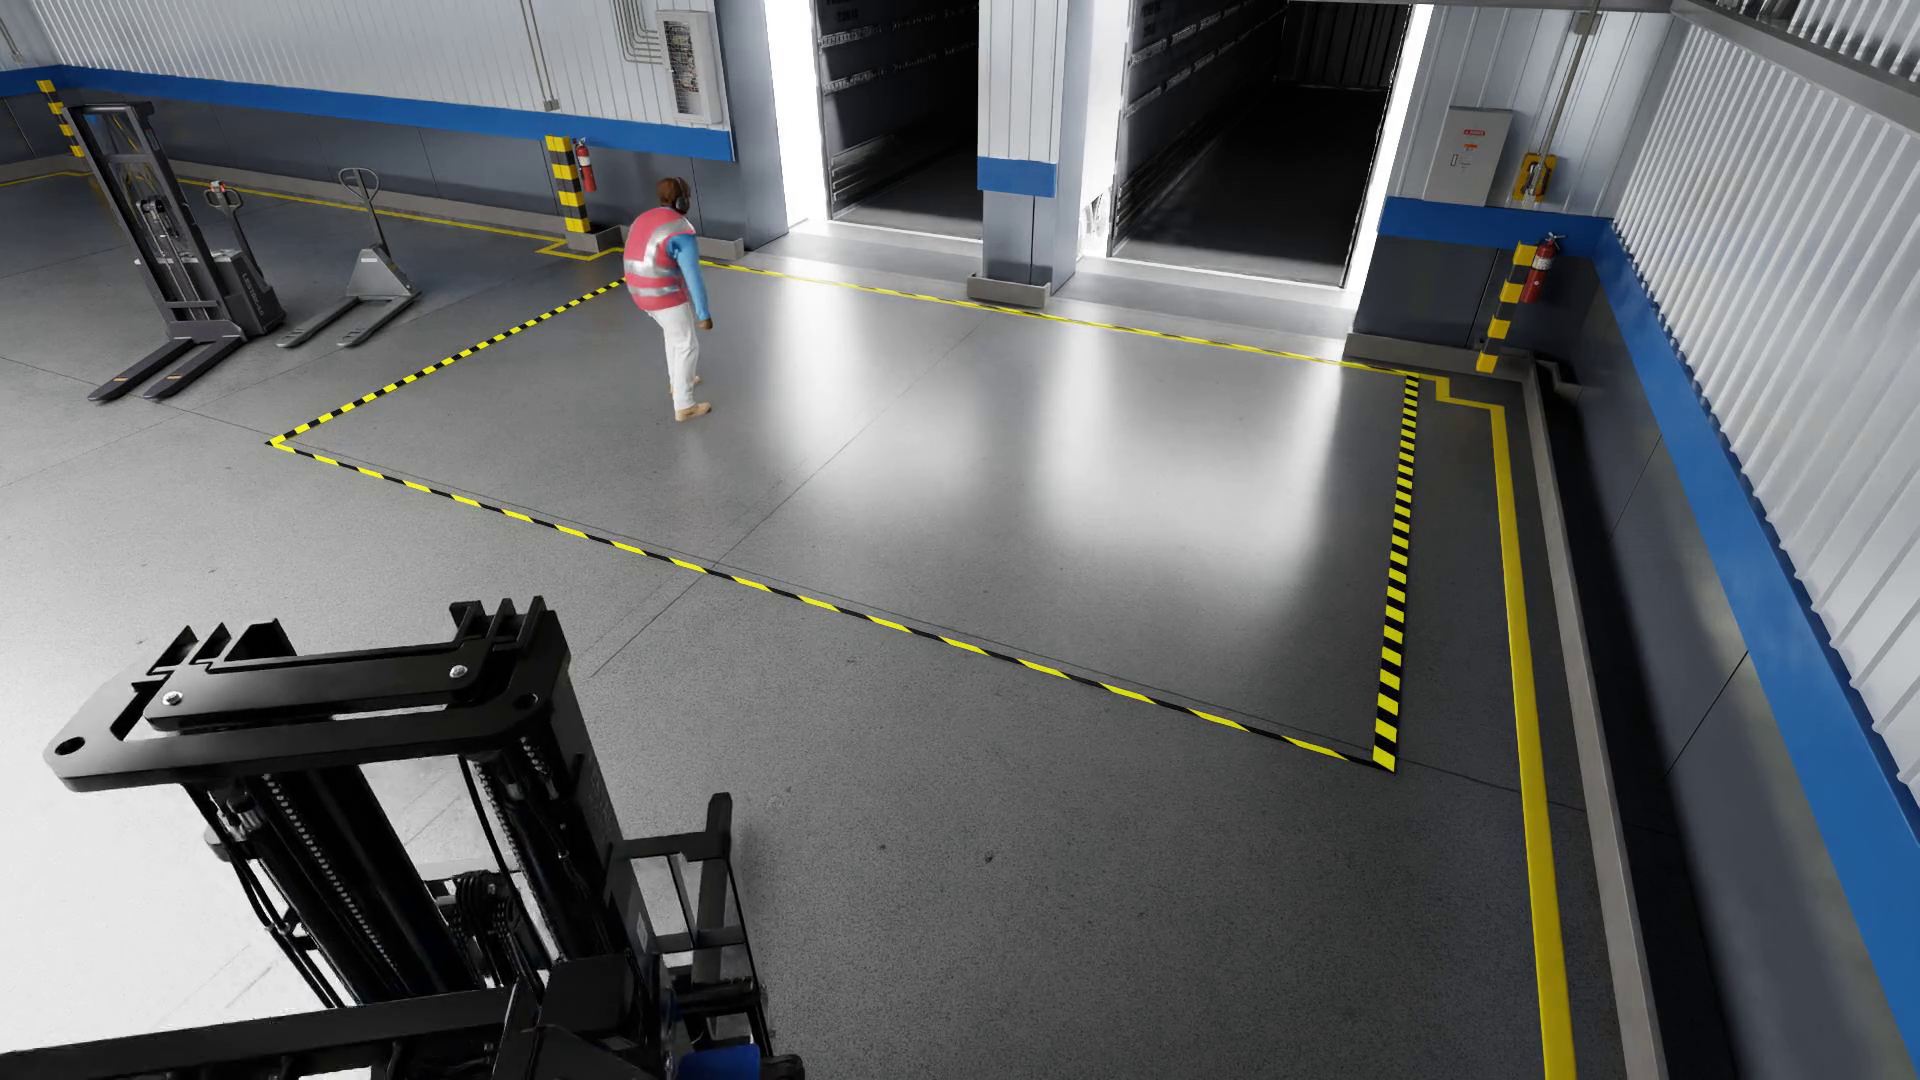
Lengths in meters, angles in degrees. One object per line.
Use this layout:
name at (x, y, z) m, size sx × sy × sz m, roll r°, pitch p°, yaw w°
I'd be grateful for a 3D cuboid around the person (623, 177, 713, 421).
person at (-2.171, -1.829, 6.940) m, size 0.811 × 1.662 × 0.676 m, roll 26°, pitch 42°, yaw 32°

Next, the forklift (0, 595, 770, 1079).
forklift at (-0.975, 1.631, 1.377) m, size 1.157 × 2.036 × 2.680 m, roll -5°, pitch 35°, yaw -7°

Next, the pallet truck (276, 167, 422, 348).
pallet truck at (-5.732, -2.611, 8.414) m, size 0.680 × 1.201 × 1.601 m, roll -1°, pitch 35°, yaw -1°

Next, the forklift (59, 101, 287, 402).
forklift at (-6.686, -2.387, 7.434) m, size 0.823 × 1.965 × 1.885 m, roll -3°, pitch 35°, yaw -5°
